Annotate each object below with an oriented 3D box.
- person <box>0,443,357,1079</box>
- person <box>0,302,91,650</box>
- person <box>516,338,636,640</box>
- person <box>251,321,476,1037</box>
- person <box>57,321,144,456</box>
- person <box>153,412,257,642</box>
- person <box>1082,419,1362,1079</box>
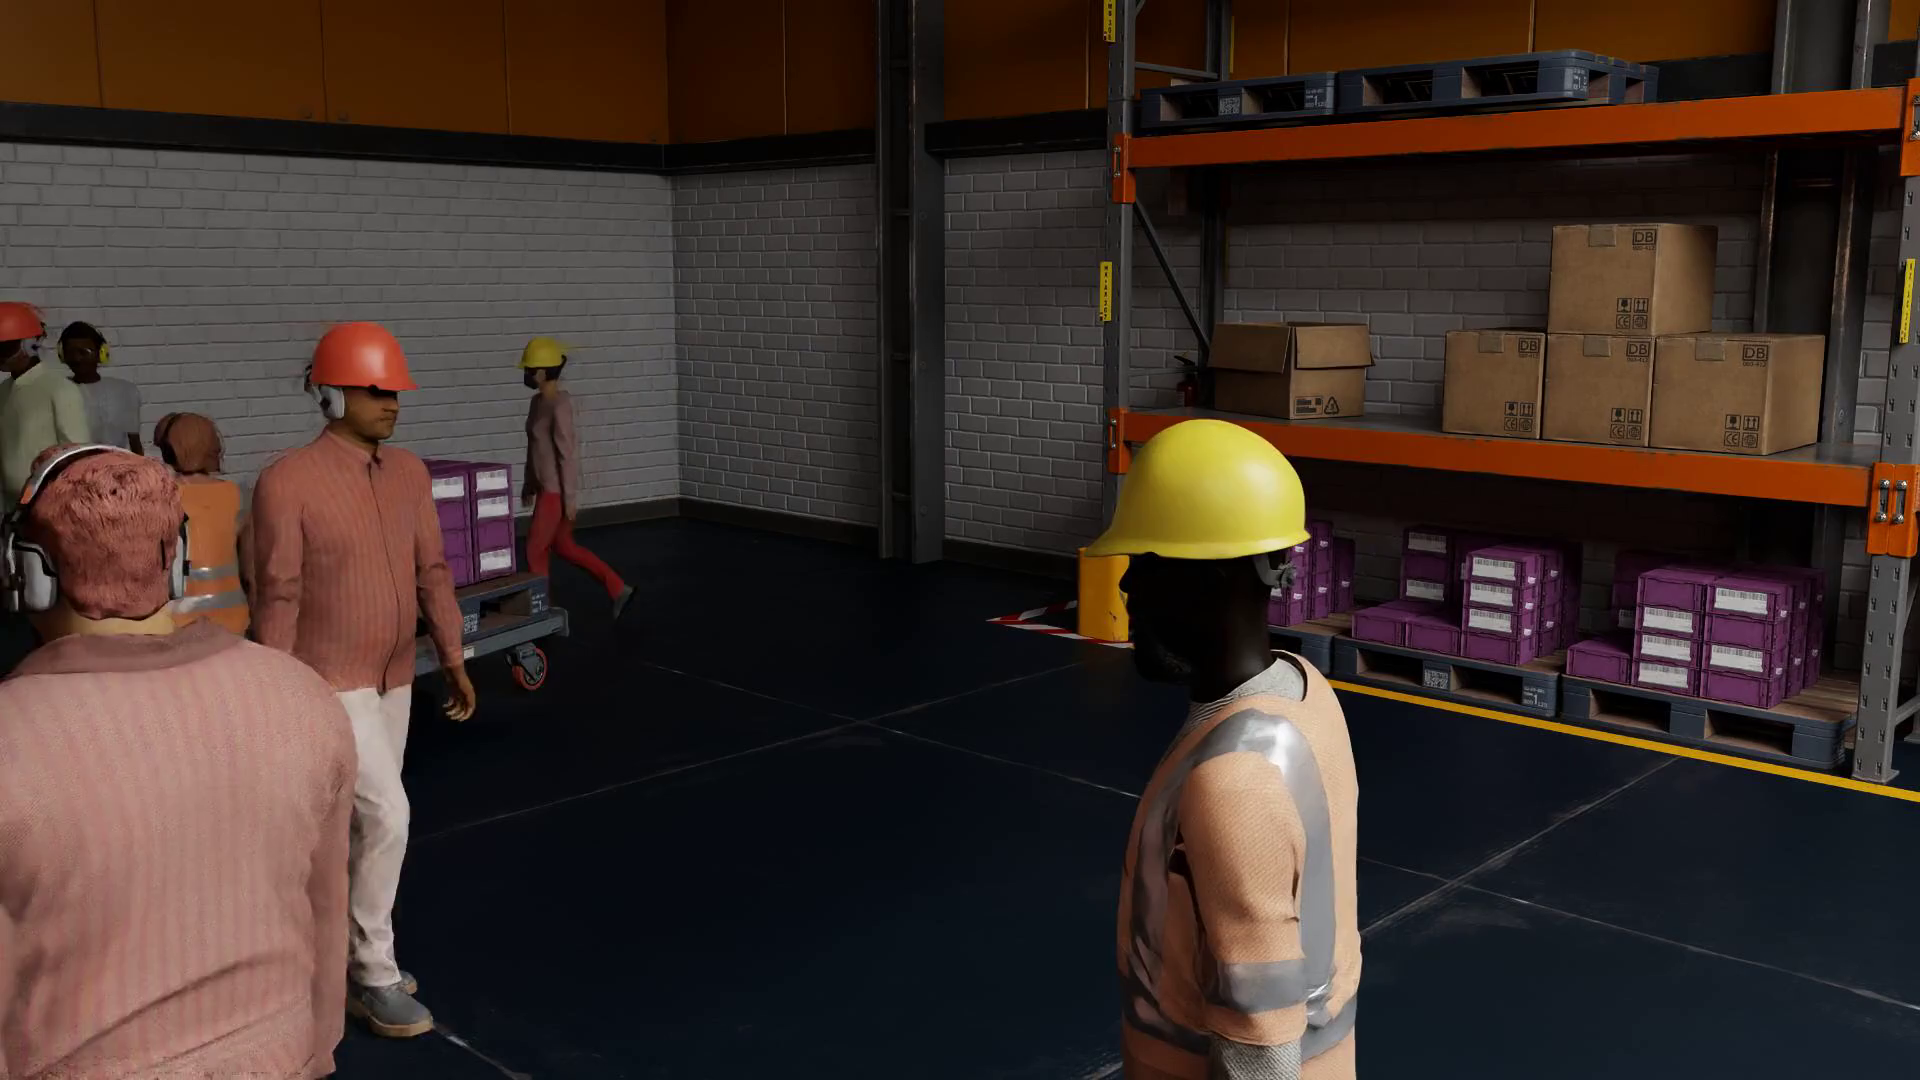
[{"bbox_3d":[-1.186,0.804,2.359,0.597,1.886,0.671,6,11,34],"label":"person"},{"bbox_3d":[-4.344,-0.159,7.996,0.610,1.967,0.602,6,11,32],"label":"person"},{"bbox_3d":[-2.281,-0.302,9.597,0.802,1.736,0.529,-5,10,-26],"label":"person"},{"bbox_3d":[-1.614,0.381,4.662,0.682,1.967,0.637,3,10,20],"label":"person"},{"bbox_3d":[-4.681,-0.268,9.048,0.527,1.851,0.651,-3,10,-17],"label":"person"},{"bbox_3d":[-2.782,0.328,6.150,0.826,1.604,0.511,6,11,34],"label":"person"},{"bbox_3d":[0.344,0.798,2.270,0.382,1.924,0.594,2,10,14],"label":"person"}]
